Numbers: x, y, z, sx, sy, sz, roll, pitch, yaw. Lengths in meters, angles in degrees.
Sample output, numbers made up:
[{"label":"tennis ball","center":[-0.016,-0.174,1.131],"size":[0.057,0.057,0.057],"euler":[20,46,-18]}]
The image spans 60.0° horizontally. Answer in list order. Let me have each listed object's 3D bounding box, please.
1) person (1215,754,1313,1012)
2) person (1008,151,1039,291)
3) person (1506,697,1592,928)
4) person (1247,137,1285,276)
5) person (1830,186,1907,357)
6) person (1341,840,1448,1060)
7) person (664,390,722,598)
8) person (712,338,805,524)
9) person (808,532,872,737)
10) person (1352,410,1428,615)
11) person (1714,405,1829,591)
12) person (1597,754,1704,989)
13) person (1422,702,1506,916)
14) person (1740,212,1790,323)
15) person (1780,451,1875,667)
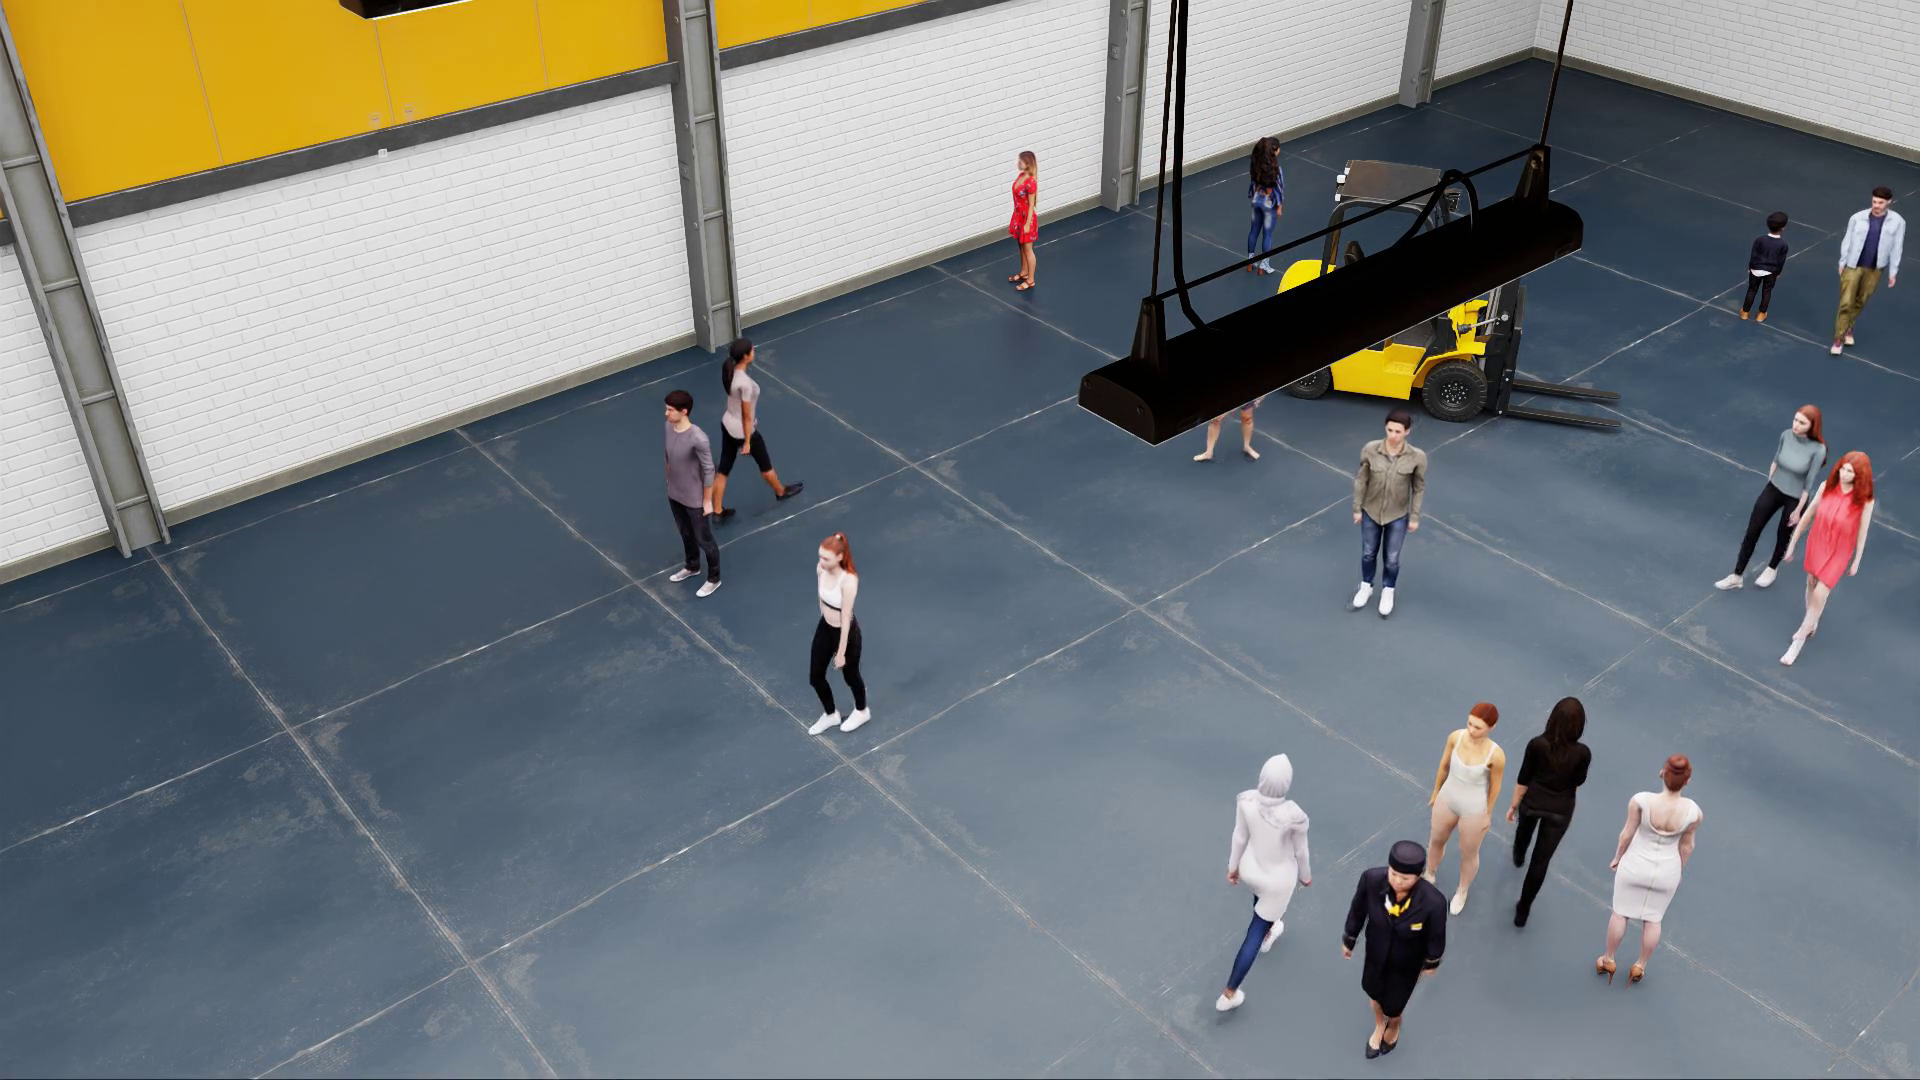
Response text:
[{"label":"person","center":[1.796,2.075,9.944],"size":[0.733,1.736,1.169],"euler":[25,41,33]},{"label":"person","center":[0.738,-3.590,18.595],"size":[0.659,1.594,0.648],"euler":[-9,35,-14]},{"label":"person","center":[3.710,1.764,10.540],"size":[0.853,1.596,1.106],"euler":[14,36,20]},{"label":"person","center":[3.466,-3.805,18.900],"size":[0.549,1.616,0.609],"euler":[-27,42,-35]},{"label":"person","center":[9.411,-2.856,17.326],"size":[0.986,1.777,1.103],"euler":[9,35,13]},{"label":"person","center":[2.540,2.343,9.610],"size":[0.767,1.660,0.732],"euler":[22,40,30]},{"label":"person","center":[-2.198,-0.401,13.566],"size":[0.700,1.851,0.560],"euler":[27,42,34]},{"label":"person","center":[-1.986,-0.900,14.455],"size":[1.145,1.699,0.697],"euler":[-24,40,-31]},{"label":"person","center":[-0.794,0.669,12.072],"size":[0.615,1.724,0.729],"euler":[28,43,35]},{"label":"person","center":[3.429,-0.238,13.330],"size":[0.790,1.842,0.781],"euler":[12,36,18]},{"label":"person","center":[6.804,-0.342,13.595],"size":[0.900,1.721,0.663],"euler":[-20,39,-28]},{"label":"person","center":[4.137,1.995,10.008],"size":[0.635,1.799,0.641],"euler":[12,35,17]},{"label":"person","center":[3.219,1.684,10.616],"size":[0.584,1.644,0.513],"euler":[26,41,33]},{"label":"person","center":[8.708,-2.951,17.969],"size":[0.565,1.225,0.576],"euler":[16,37,23]},{"label":"person","center":[6.773,0.080,12.888],"size":[0.863,1.800,0.646],"euler":[-22,40,-30]}]
